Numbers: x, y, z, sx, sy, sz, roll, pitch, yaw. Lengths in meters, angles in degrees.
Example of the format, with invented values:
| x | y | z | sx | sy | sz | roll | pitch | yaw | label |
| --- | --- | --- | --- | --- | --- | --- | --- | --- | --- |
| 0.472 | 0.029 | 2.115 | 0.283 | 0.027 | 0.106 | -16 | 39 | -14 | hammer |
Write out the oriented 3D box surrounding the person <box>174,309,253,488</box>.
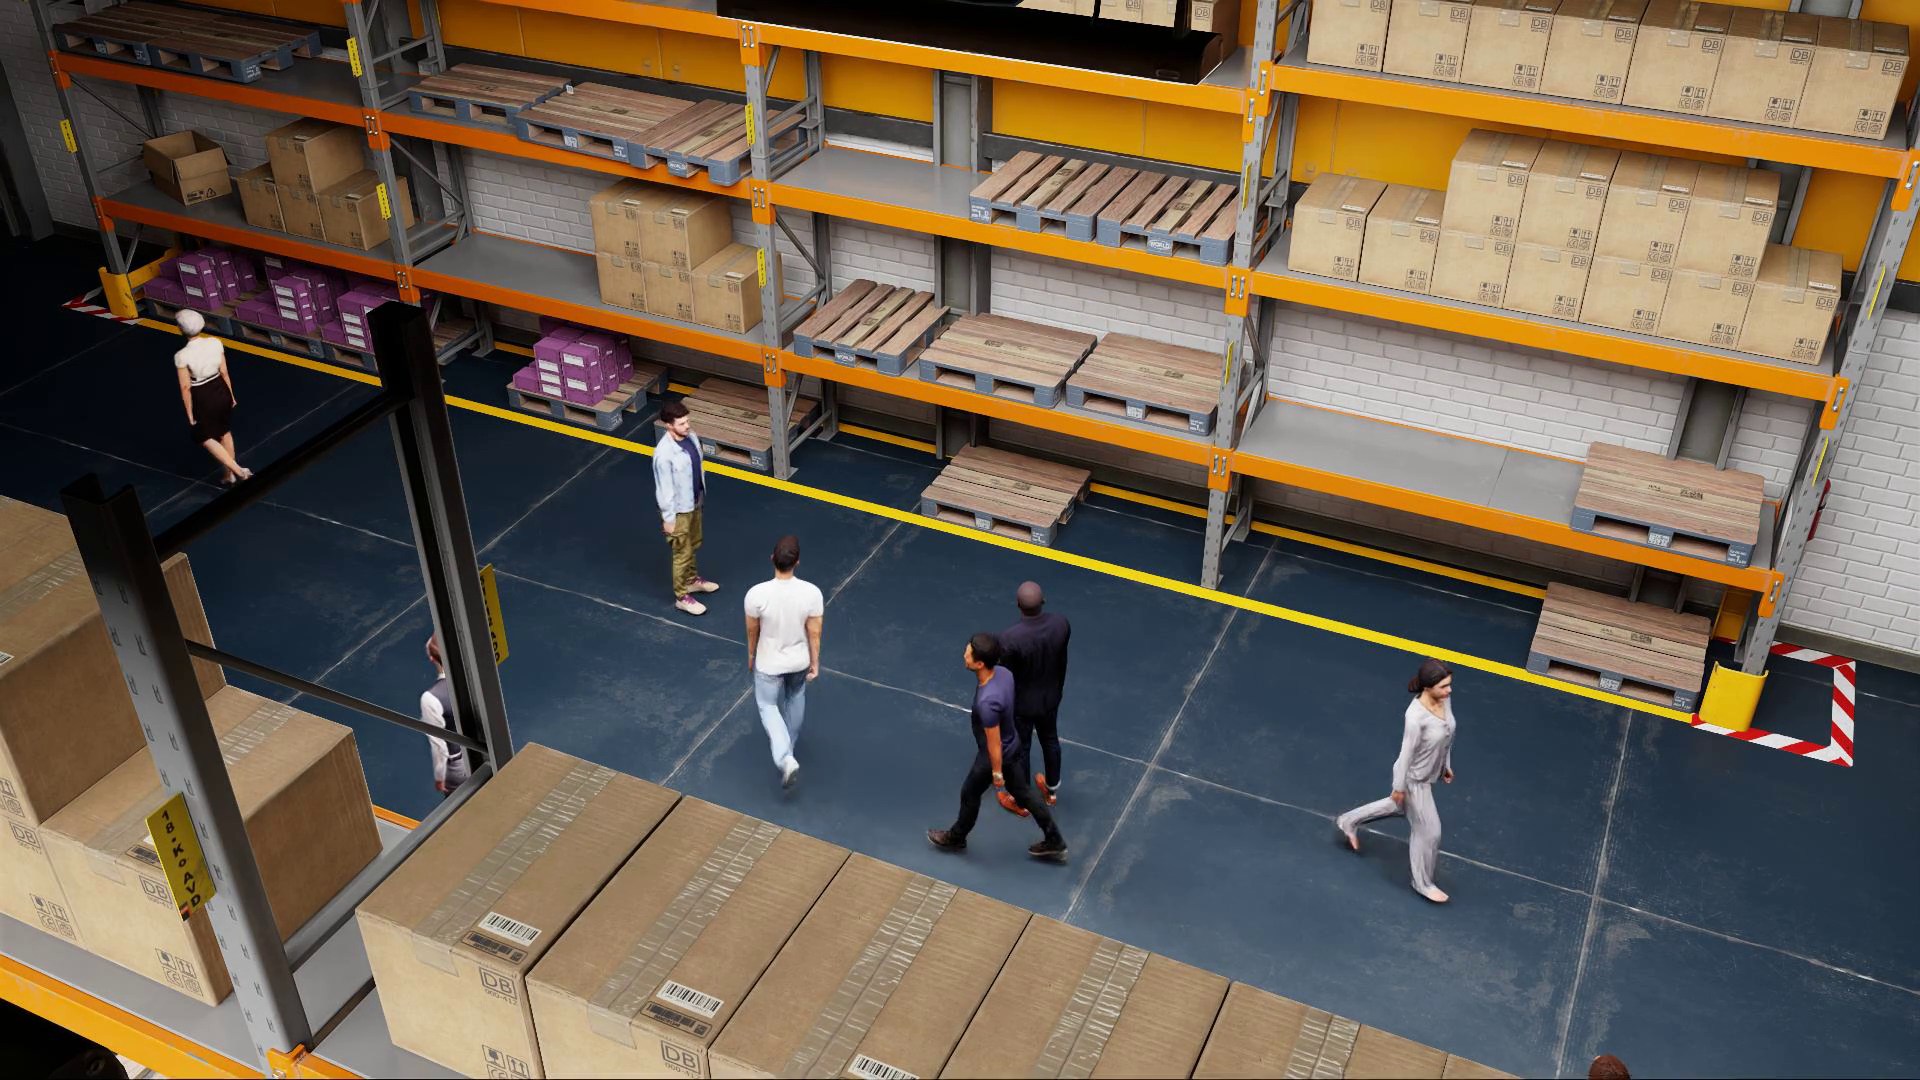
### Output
| x | y | z | sx | sy | sz | roll | pitch | yaw | label |
| --- | --- | --- | --- | --- | --- | --- | --- | --- | --- |
| -6.347 | -1.132 | 14.214 | 0.913 | 1.741 | 0.700 | 21 | 39 | 28 | person |

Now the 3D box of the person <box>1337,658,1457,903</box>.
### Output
| x | y | z | sx | sy | sz | roll | pitch | yaw | label |
| --- | --- | --- | --- | --- | --- | --- | --- | --- | --- |
| 2.772 | 1.421 | 10.375 | 1.123 | 1.738 | 0.770 | 24 | 40 | 31 | person |

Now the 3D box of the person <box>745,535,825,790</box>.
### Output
| x | y | z | sx | sy | sz | roll | pitch | yaw | label |
| --- | --- | --- | --- | --- | --- | --- | --- | --- | --- |
| -1.175 | 0.839 | 11.169 | 1.081 | 1.829 | 1.115 | -10 | 35 | -14 | person |

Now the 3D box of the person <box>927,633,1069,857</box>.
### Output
| x | y | z | sx | sy | sz | roll | pitch | yaw | label |
| --- | --- | --- | --- | --- | --- | --- | --- | --- | --- |
| 0.319 | 1.361 | 10.463 | 1.216 | 1.742 | 0.795 | 8 | 34 | 12 | person |

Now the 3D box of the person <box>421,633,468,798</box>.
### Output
| x | y | z | sx | sy | sz | roll | pitch | yaw | label |
| --- | --- | --- | --- | --- | --- | --- | --- | --- | --- |
| -3.050 | 1.344 | 10.311 | 0.602 | 1.938 | 0.680 | 19 | 38 | 26 | person |

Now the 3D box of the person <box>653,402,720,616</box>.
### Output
| x | y | z | sx | sy | sz | roll | pitch | yaw | label |
| --- | --- | --- | --- | --- | --- | --- | --- | --- | --- |
| -2.161 | -0.275 | 12.864 | 0.601 | 1.808 | 0.695 | 9 | 35 | 13 | person |

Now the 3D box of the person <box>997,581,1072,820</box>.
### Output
| x | y | z | sx | sy | sz | roll | pitch | yaw | label |
| --- | --- | --- | --- | --- | --- | --- | --- | --- | --- |
| 0.476 | 1.045 | 10.869 | 0.787 | 1.818 | 0.808 | -18 | 38 | -25 | person |
